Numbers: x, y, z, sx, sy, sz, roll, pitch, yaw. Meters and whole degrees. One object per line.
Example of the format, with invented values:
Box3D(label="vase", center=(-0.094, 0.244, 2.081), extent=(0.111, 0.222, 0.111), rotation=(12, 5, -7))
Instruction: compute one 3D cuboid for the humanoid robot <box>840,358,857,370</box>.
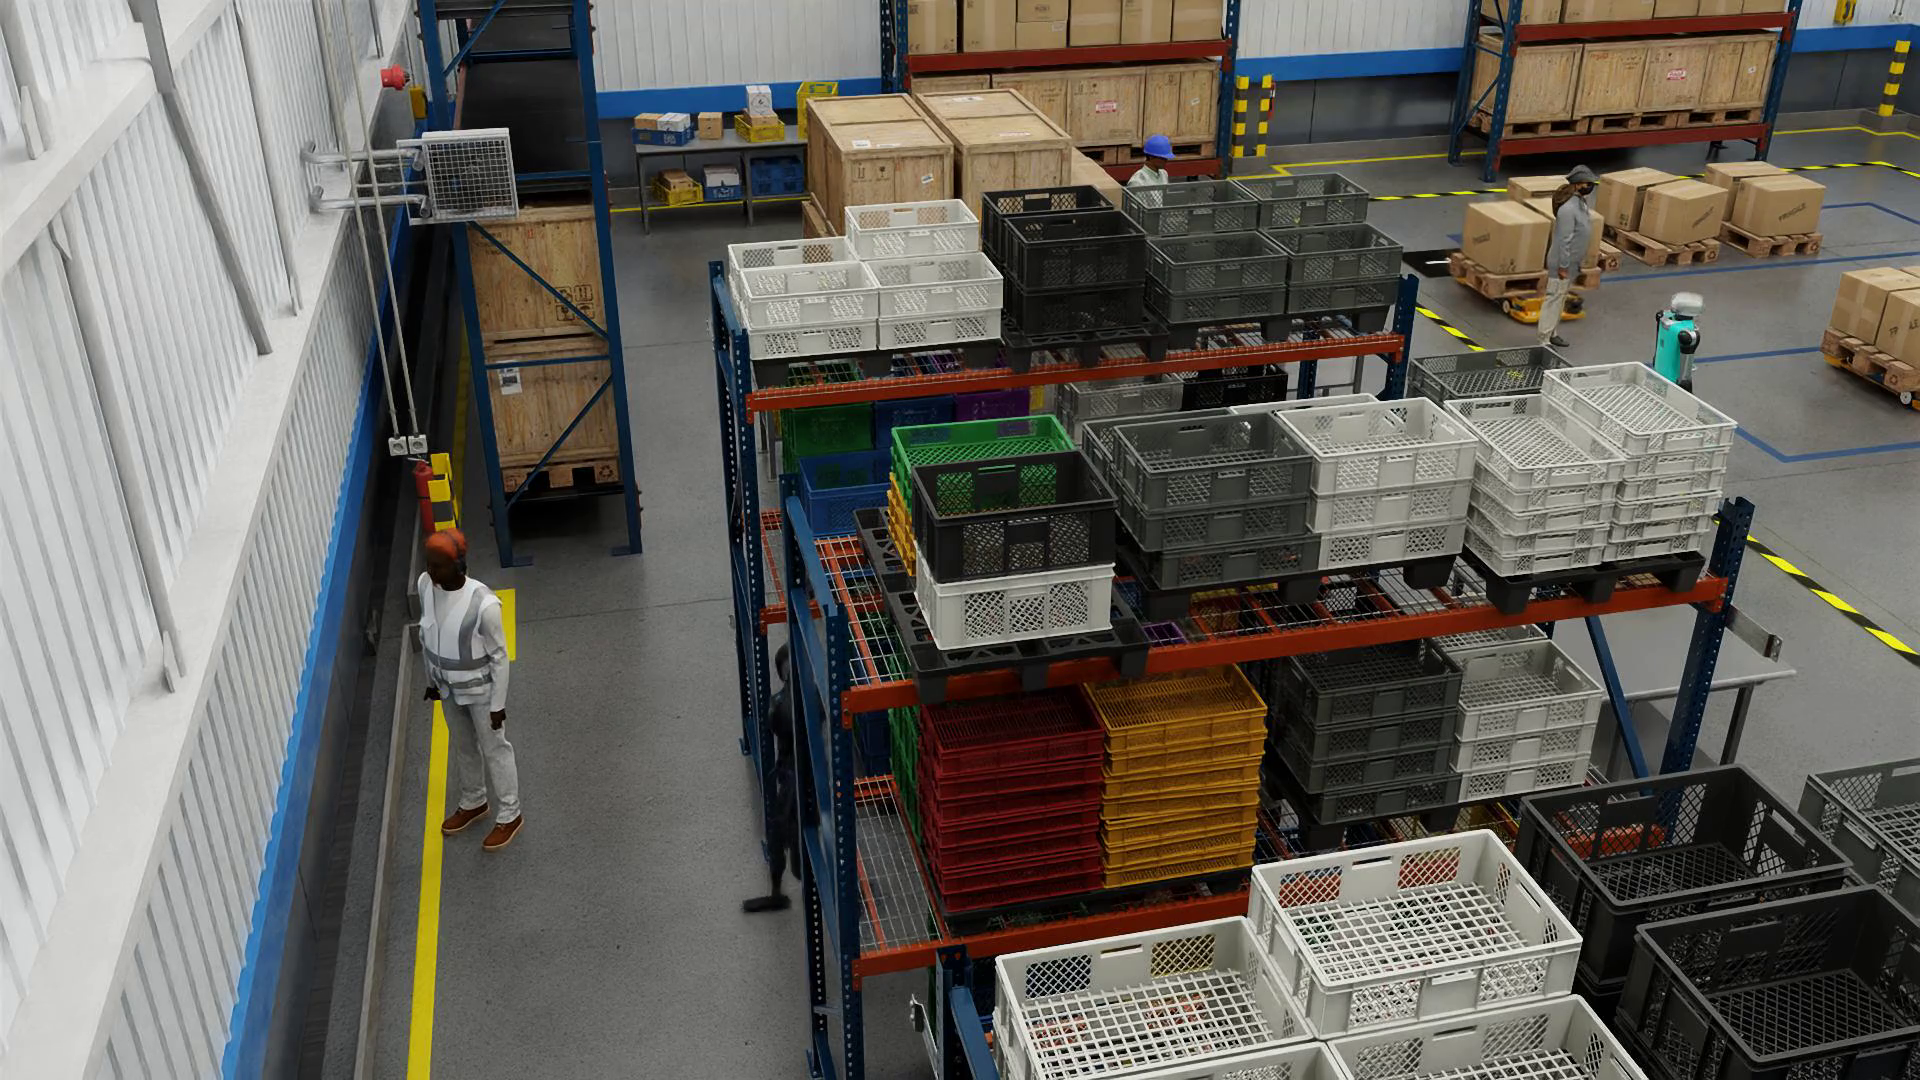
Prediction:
Box3D(label="humanoid robot", center=(-0.732, -0.833, 12.120), extent=(0.360, 1.652, 0.592), rotation=(-14, 31, -25))

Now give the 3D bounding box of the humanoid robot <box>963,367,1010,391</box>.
Box3D(label="humanoid robot", center=(-0.027, -0.469, 11.342), extent=(0.706, 1.773, 0.533), rotation=(-14, 31, -24))

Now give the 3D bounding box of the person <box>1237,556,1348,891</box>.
Box3D(label="person", center=(1.632, 0.977, 8.292), extent=(0.606, 2.044, 0.371), rotation=(-13, 30, -23))

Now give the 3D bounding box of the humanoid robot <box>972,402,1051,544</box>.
Box3D(label="humanoid robot", center=(0.451, -0.174, 10.788), extent=(0.844, 1.746, 0.559), rotation=(-12, 30, -22))

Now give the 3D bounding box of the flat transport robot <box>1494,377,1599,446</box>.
Box3D(label="flat transport robot", center=(4.780, -1.036, 14.013), extent=(0.659, 0.231, 1.431), rotation=(-6, 28, -12))

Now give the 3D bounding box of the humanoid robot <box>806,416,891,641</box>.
Box3D(label="humanoid robot", center=(-0.774, -0.101, 10.771), extent=(0.755, 1.620, 0.589), rotation=(5, 28, 9))

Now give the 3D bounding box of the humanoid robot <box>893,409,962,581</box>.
Box3D(label="humanoid robot", center=(-0.074, -0.141, 10.784), extent=(0.809, 1.796, 0.542), rotation=(0, 28, 0))

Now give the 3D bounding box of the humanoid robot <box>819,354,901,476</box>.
Box3D(label="humanoid robot", center=(-0.788, -0.526, 11.457), extent=(0.762, 1.740, 0.533), rotation=(11, 30, 20))

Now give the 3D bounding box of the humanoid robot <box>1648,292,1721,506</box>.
Box3D(label="humanoid robot", center=(5.404, -1.004, 12.237), extent=(0.735, 1.673, 0.533), rotation=(-1, 28, -2))

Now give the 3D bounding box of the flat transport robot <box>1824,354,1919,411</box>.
Box3D(label="flat transport robot", center=(8.473, -1.467, 14.800), extent=(0.652, 0.197, 1.431), rotation=(-6, 28, -12))

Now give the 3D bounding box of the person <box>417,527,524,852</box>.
Box3D(label="person", center=(-2.620, 0.787, 8.822), extent=(0.574, 1.884, 0.356), rotation=(15, 31, 27))

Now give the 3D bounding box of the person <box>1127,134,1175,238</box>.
Box3D(label="person", center=(1.777, -2.857, 15.679), extent=(0.412, 1.939, 0.602), rotation=(19, 33, 31))

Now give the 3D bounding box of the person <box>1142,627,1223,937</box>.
Box3D(label="person", center=(1.144, 1.177, 8.163), extent=(0.644, 1.799, 0.723), rotation=(16, 32, 28))

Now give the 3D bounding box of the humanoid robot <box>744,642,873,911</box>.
Box3D(label="humanoid robot", center=(-0.785, 1.204, 8.274), extent=(0.649, 1.635, 0.601), rotation=(-6, 28, -11))

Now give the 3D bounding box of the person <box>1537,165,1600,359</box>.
Box3D(label="person", center=(5.562, -2.575, 15.323), extent=(0.400, 1.769, 0.561), rotation=(14, 31, 25))

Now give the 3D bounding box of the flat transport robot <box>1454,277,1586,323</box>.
Box3D(label="flat transport robot", center=(5.659, -2.540, 16.835), extent=(0.652, 0.197, 1.431), rotation=(-6, 28, -12))
